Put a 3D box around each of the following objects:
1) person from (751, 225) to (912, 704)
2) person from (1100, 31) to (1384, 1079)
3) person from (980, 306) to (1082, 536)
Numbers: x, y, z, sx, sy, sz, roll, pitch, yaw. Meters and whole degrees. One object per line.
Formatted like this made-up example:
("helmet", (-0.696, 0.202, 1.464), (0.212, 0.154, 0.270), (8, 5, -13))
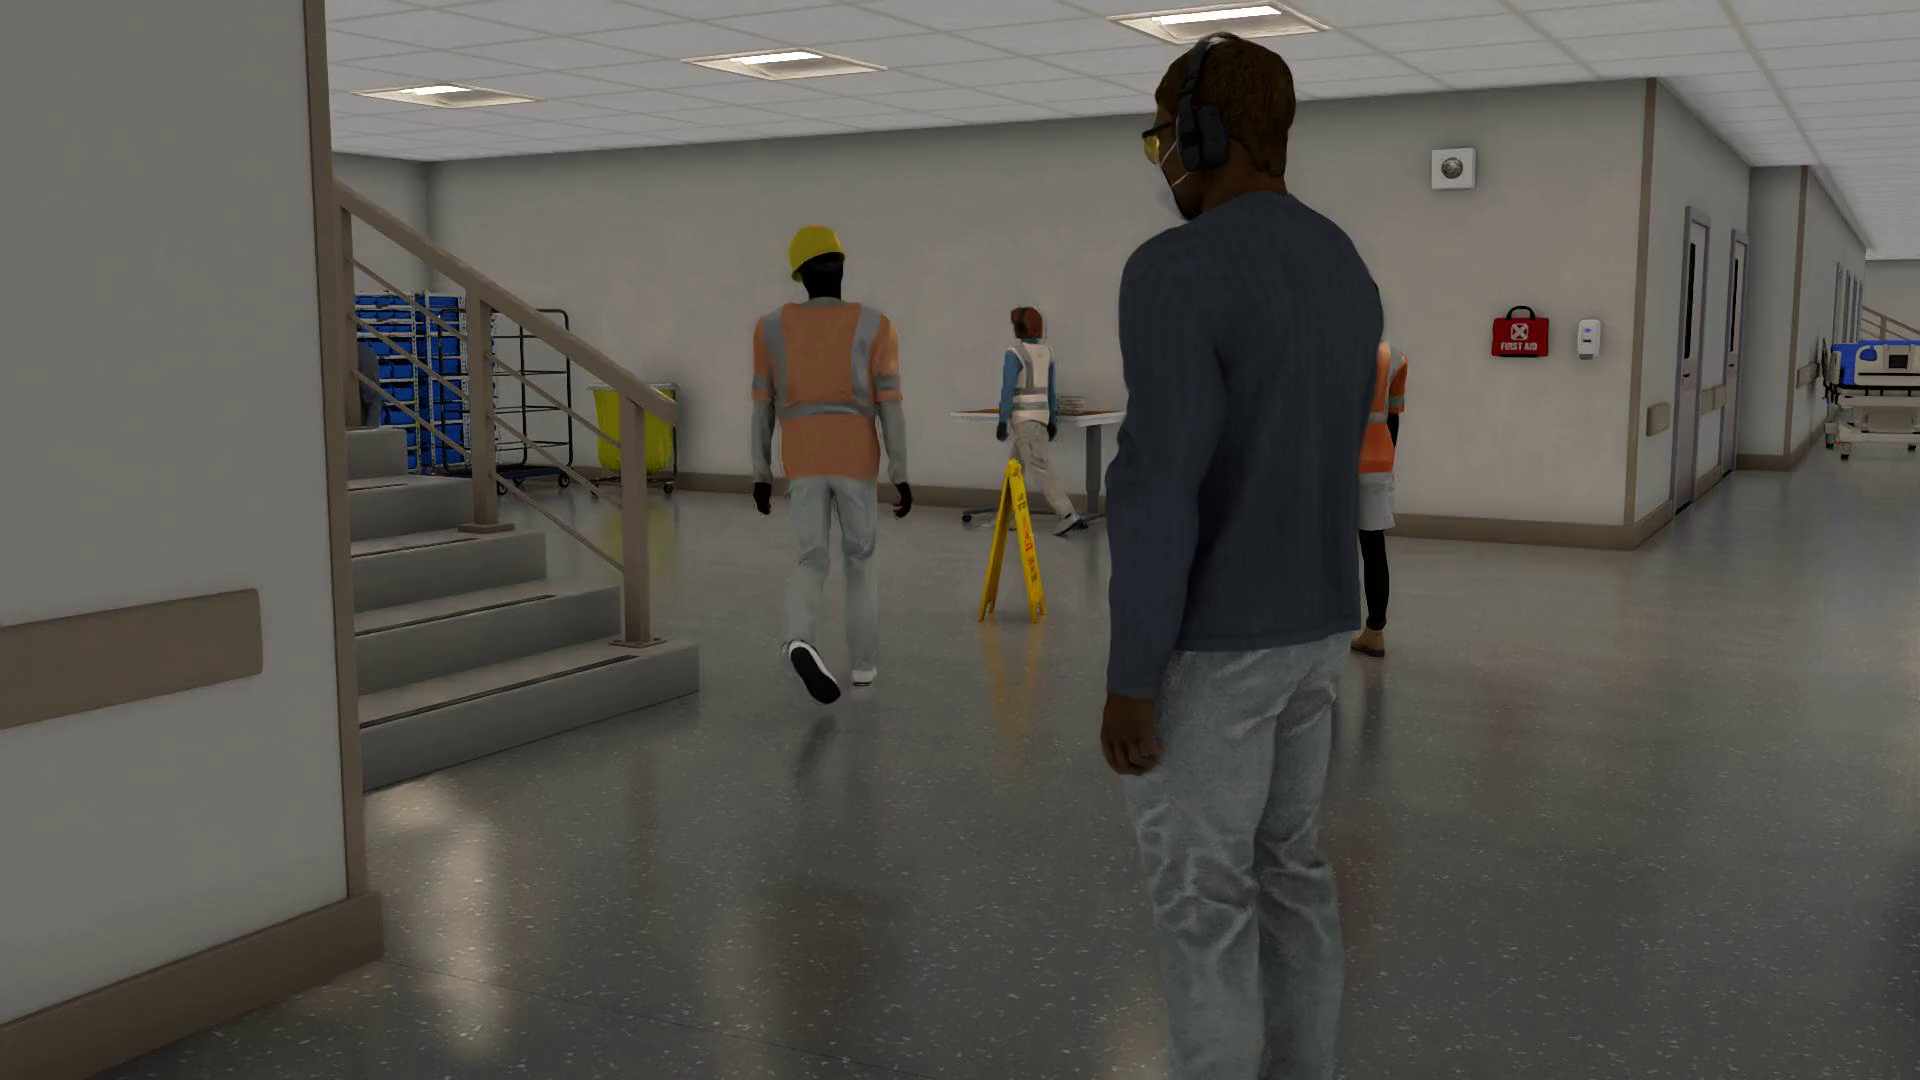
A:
("person", (-0.519, -0.298, 6.505), (0.647, 1.877, 0.844), (1, 7, 6))
("person", (0.443, 0.171, 2.672), (0.377, 1.931, 0.636), (6, 10, 40))
("person", (0.513, -0.830, 11.625), (0.858, 1.605, 0.517), (5, 9, 33))
